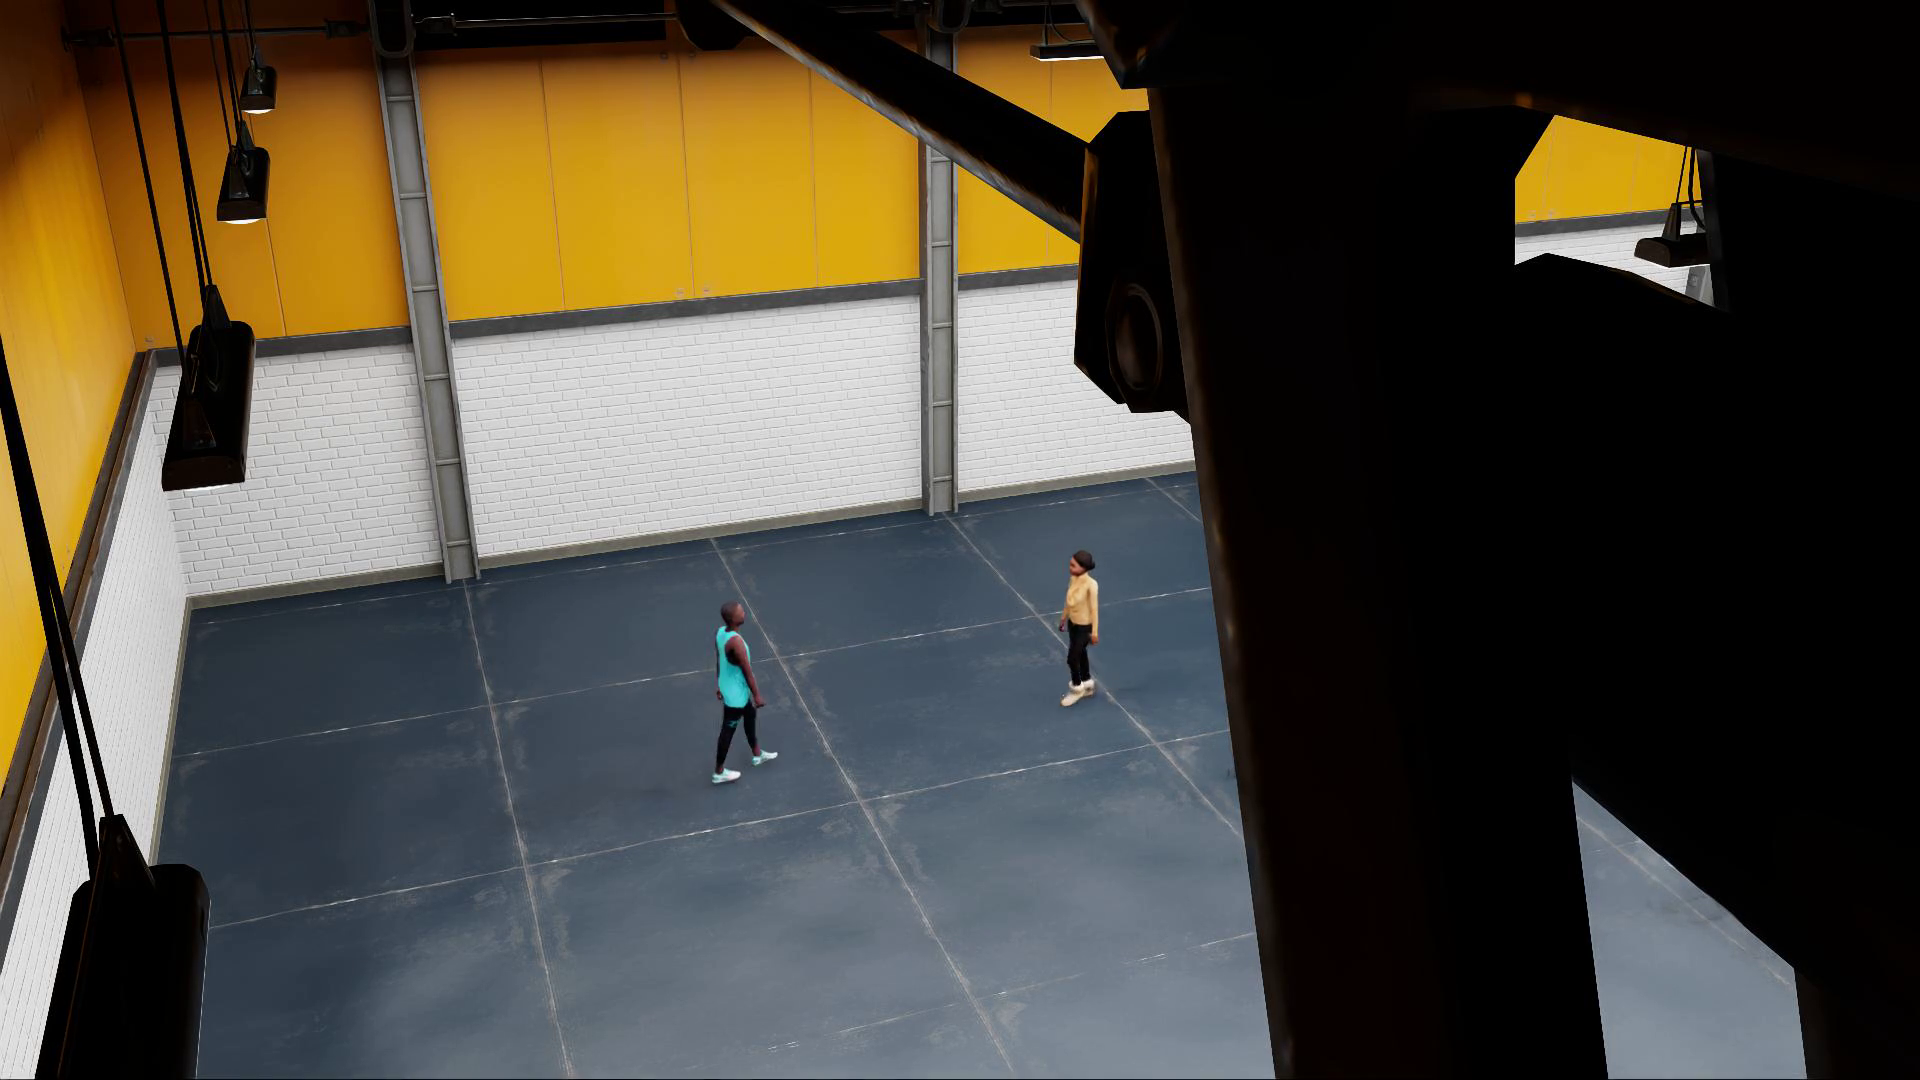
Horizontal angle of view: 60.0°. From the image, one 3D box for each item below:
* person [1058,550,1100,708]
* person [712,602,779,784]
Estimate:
[{"bbox_3d":[1.280,0.854,16.677,0.716,1.647,0.660,-12,26,-26],"label":"person"},{"bbox_3d":[-2.154,1.423,15.200,0.950,1.788,0.665,-11,26,-23],"label":"person"}]
